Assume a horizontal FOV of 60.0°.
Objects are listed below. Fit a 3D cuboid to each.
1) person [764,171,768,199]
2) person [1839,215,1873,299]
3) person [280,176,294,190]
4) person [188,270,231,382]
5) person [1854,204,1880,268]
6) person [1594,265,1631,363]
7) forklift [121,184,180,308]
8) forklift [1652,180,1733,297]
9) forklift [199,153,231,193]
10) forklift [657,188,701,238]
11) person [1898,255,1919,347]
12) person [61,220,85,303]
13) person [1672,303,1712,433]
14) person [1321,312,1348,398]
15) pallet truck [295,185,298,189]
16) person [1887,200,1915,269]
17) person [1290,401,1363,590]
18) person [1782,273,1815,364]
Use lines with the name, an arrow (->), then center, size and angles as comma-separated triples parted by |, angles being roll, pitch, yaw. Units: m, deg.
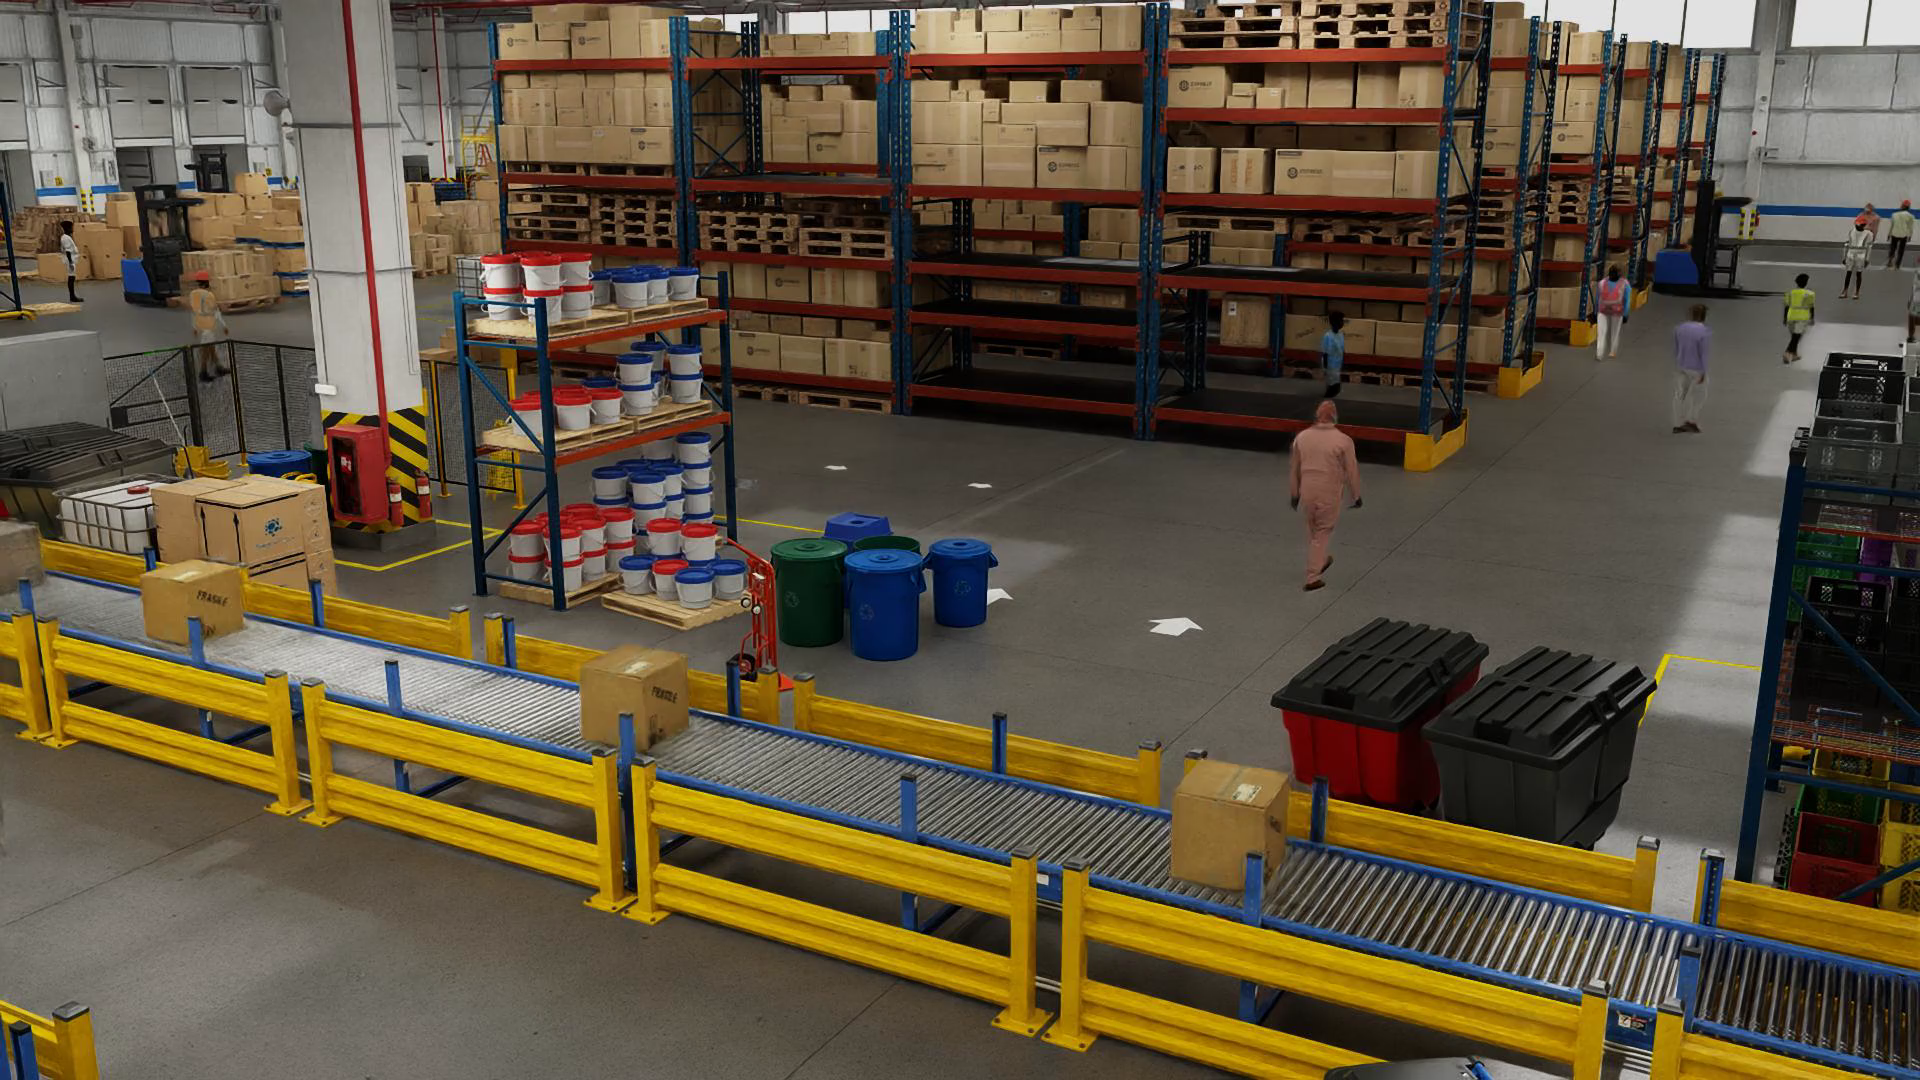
person -> -7.973, -14.035, 67.689 | 0.624, 1.932, 0.366 | -5, 16, -16
person -> 21.949, -6.918, 40.718 | 0.609, 2.040, 0.394 | 14, 20, 42
person -> -28.242, -14.455, 69.839 | 0.544, 1.622, 0.422 | -3, 15, -11
person -> -13.062, -3.747, 29.053 | 0.559, 1.907, 0.832 | 9, 17, 30
person -> 26.001, -8.729, 47.864 | 0.970, 1.856, 0.655 | -14, 20, -43
person -> 12.234, -4.266, 31.210 | 0.637, 1.805, 0.939 | 9, 17, 29
forklift -> -18.928, -6.994, 39.391 | 1.873, 2.768, 1.129 | 8, 17, 28
forklift -> 18.413, -7.525, 41.388 | 1.873, 2.768, 1.129 | 8, 17, 28
forklift -> -27.440, -12.865, 61.464 | 1.873, 2.768, 1.129 | 8, 17, 28
forklift -> -8.431, -9.380, 48.361 | 1.873, 2.768, 1.129 | 8, 17, 28
person -> 18.921, -4.716, 32.671 | 0.558, 1.912, 0.562 | 0, 15, 1
person -> -21.411, -6.701, 40.042 | 0.368, 1.966, 0.603 | -8, 17, -27
person -> 10.734, -2.512, 24.381 | 0.499, 1.920, 0.645 | -8, 17, -28
person -> 5.700, -2.639, 25.320 | 0.453, 1.683, 0.544 | 9, 17, 30
pallet truck -> -26.804, -14.617, 69.738 | 1.885, 1.965, 0.823 | -14, 20, -42
person -> 27.038, -8.772, 47.794 | 0.655, 1.978, 0.460 | 13, 19, 39
person -> 3.733, -0.473, 16.838 | 0.667, 1.864, 0.958 | 13, 20, 40
person -> 15.546, -4.119, 30.910 | 0.813, 1.665, 0.531 | -10, 18, -32
